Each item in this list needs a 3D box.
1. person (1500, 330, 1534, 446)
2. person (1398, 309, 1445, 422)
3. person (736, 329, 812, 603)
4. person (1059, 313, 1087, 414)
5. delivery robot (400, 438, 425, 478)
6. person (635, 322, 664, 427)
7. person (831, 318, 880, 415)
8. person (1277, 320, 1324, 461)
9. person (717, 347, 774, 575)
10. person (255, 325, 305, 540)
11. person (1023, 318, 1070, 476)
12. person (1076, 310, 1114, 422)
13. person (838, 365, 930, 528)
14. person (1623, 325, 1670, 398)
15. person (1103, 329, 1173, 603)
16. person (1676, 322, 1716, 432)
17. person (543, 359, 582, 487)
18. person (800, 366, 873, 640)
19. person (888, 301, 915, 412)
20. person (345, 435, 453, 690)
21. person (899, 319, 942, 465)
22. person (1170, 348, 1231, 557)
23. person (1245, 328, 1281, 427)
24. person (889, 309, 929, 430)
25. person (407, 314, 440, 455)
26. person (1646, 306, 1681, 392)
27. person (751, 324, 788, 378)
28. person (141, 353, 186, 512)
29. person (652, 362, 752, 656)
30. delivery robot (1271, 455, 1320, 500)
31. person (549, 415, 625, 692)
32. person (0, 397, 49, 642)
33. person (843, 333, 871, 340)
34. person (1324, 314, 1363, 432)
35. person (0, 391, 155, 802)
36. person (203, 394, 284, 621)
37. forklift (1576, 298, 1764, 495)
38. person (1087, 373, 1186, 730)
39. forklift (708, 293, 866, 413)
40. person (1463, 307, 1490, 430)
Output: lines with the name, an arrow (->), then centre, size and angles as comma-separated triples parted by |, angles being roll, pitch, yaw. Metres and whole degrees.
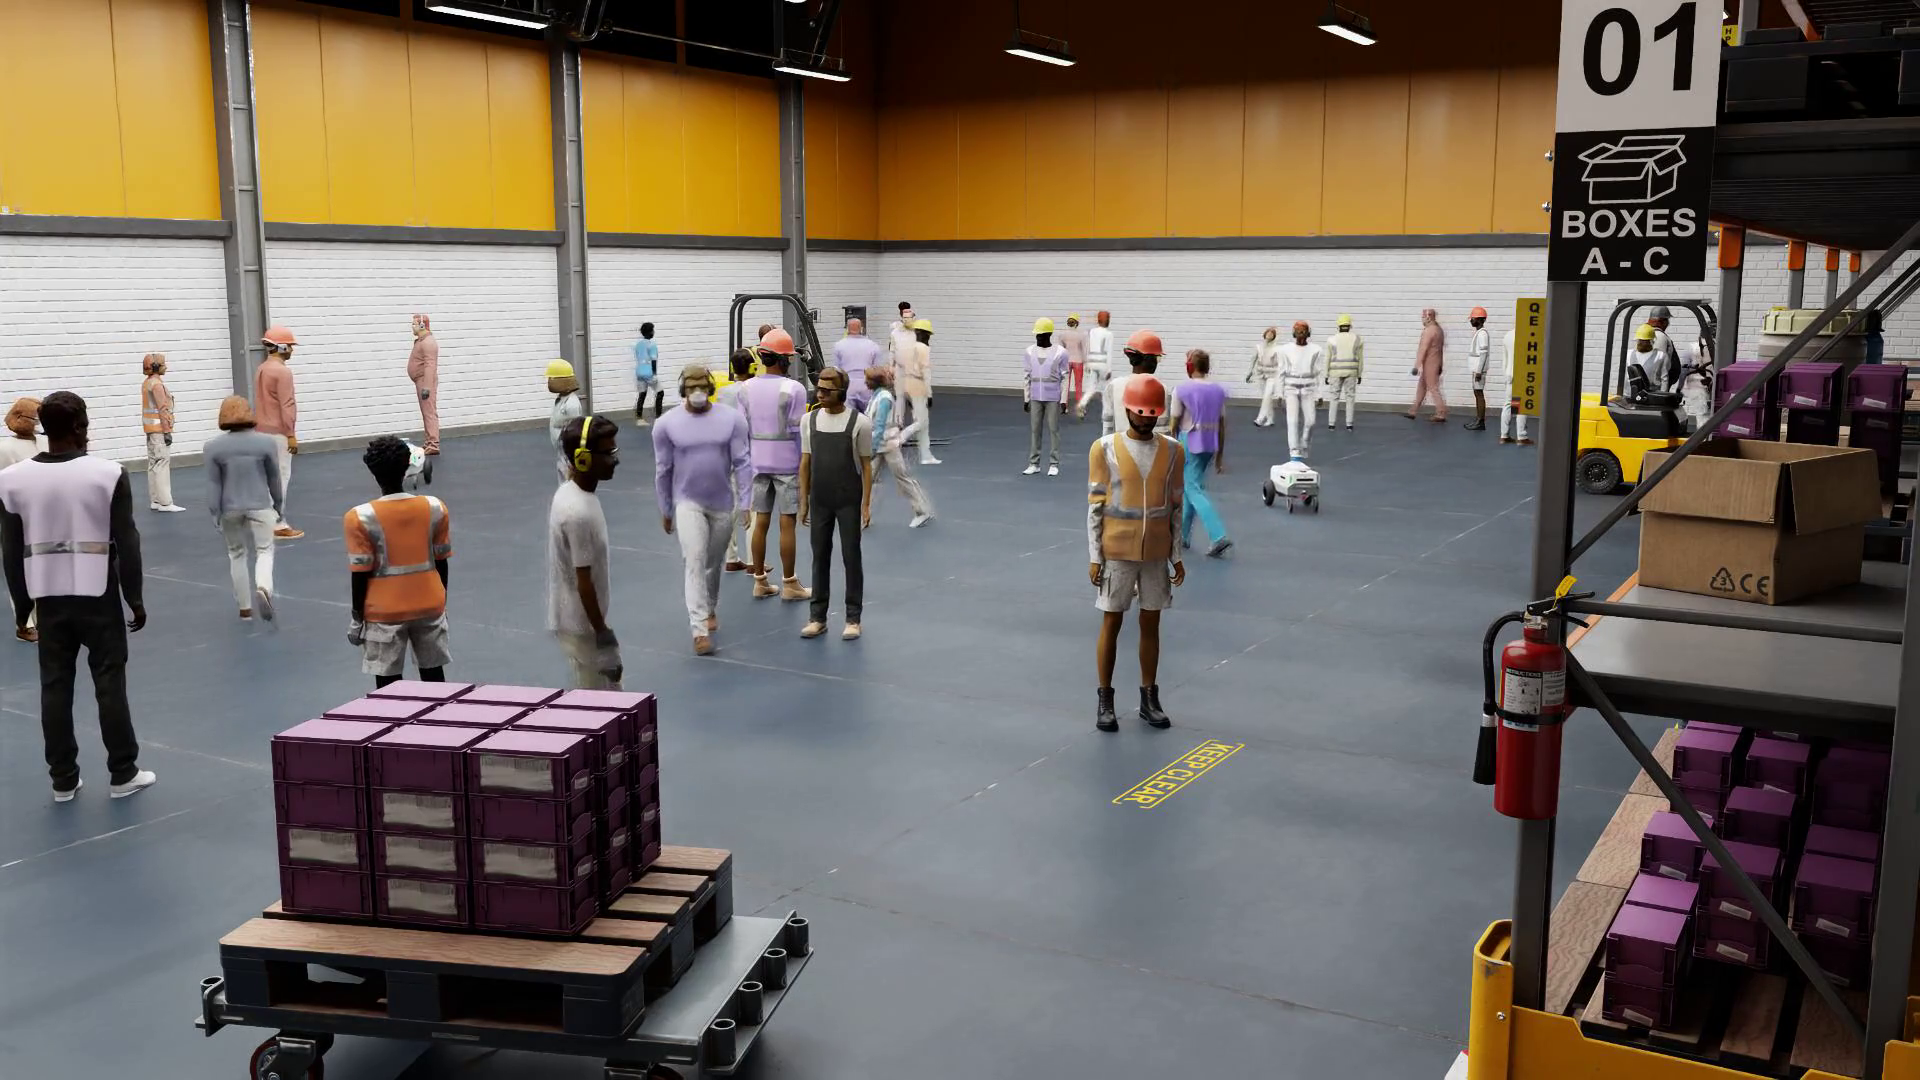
person -> 8.040, -2.320, 23.866 | 0.374, 1.930, 0.626 | -5, 11, -30
person -> 7.692, -2.900, 27.642 | 0.931, 1.864, 0.666 | 6, 11, 32
person -> -1.363, -0.551, 12.452 | 0.614, 2.042, 0.373 | 5, 10, 28
person -> 1.984, -3.089, 29.173 | 0.524, 1.763, 0.324 | 3, 10, 20
delivery robot -> -6.383, -0.930, 19.155 | 0.477, 0.478, 0.707 | -2, 9, -10
person -> -4.928, -2.643, 26.650 | 0.553, 1.672, 0.671 | 8, 12, 43
person -> -1.369, -1.976, 21.887 | 0.695, 1.879, 0.442 | -3, 10, -17
person -> 4.357, -1.881, 21.286 | 0.591, 1.871, 0.576 | 2, 9, 11
person -> -1.759, -0.644, 13.619 | 0.505, 1.864, 0.322 | 5, 10, 29
person -> -6.334, -1.003, 15.504 | 0.442, 1.981, 0.625 | -8, 12, -40
person -> 1.038, -1.739, 20.241 | 0.589, 1.924, 0.383 | 4, 10, 26
person -> 2.248, -2.838, 27.298 | 0.588, 1.863, 0.730 | 9, 13, 43
person -> -0.693, -0.890, 15.987 | 0.894, 1.591, 0.514 | -3, 10, -20
person -> 8.500, -1.771, 20.751 | 0.586, 1.823, 0.403 | 7, 11, 37
person -> 1.358, -0.553, 12.464 | 0.383, 2.041, 0.616 | -8, 12, -42
person -> 10.241, -2.108, 22.977 | 0.627, 1.781, 0.989 | 0, 9, -1
person -> -3.329, -0.657, 14.056 | 0.312, 1.741, 0.487 | -5, 10, -26
person -> -0.833, -0.245, 11.170 | 0.505, 1.842, 0.347 | 2, 9, 14
person -> -0.969, -3.249, 29.529 | 0.612, 1.963, 0.363 | 1, 9, 4
person -> -2.655, 0.350, 7.909 | 0.321, 1.695, 0.530 | 9, 13, 44
person -> -0.612, -1.889, 21.319 | 0.721, 1.884, 0.644 | -4, 10, -24
person -> 2.099, -0.772, 14.574 | 0.580, 1.813, 0.922 | -7, 11, -36
person -> 4.856, -2.577, 26.497 | 0.536, 1.585, 0.884 | 8, 12, 40
person -> -0.810, -2.637, 25.894 | 0.636, 1.911, 0.405 | 2, 9, 12
person -> -7.268, -2.100, 22.547 | 0.409, 1.908, 0.641 | -4, 10, -23
person -> 9.600, -2.212, 22.830 | 0.538, 2.000, 0.688 | 0, 9, 3
person -> -2.316, -1.700, 20.253 | 0.626, 1.844, 0.429 | 7, 11, 36
person -> -8.256, -1.102, 17.147 | 0.307, 1.641, 0.514 | -8, 12, -40
person -> -1.714, -0.245, 11.054 | 0.631, 1.893, 1.038 | -3, 9, -16
delivery robot -> 3.494, -0.641, 17.352 | 0.477, 0.478, 0.707 | -1, 9, -6
person -> -1.574, 0.386, 7.181 | 0.383, 1.857, 0.589 | -2, 9, -11
person -> -6.221, -0.142, 11.176 | 0.282, 1.633, 0.499 | 1, 9, 6
person -> -1.596, -2.691, 26.438 | 0.429, 1.844, 0.627 | -7, 12, -38
person -> 5.961, -2.595, 25.884 | 0.594, 1.831, 0.403 | 1, 9, 9
person -> -4.110, 0.270, 7.734 | 0.587, 1.914, 0.392 | -1, 9, -9
person -> -4.994, -0.208, 11.623 | 0.499, 1.615, 0.627 | -3, 10, -20
forklift -> 7.954, -1.589, 18.462 | 2.313, 2.155, 1.214 | 5, 11, 30
person -> 0.958, 0.067, 8.954 | 0.543, 1.928, 0.374 | -2, 9, -10
forklift -> -2.458, -2.344, 23.176 | 2.313, 2.155, 1.214 | 0, 9, -2
person -> 8.123, -2.692, 26.145 | 0.370, 1.935, 0.552 | 2, 9, 13
